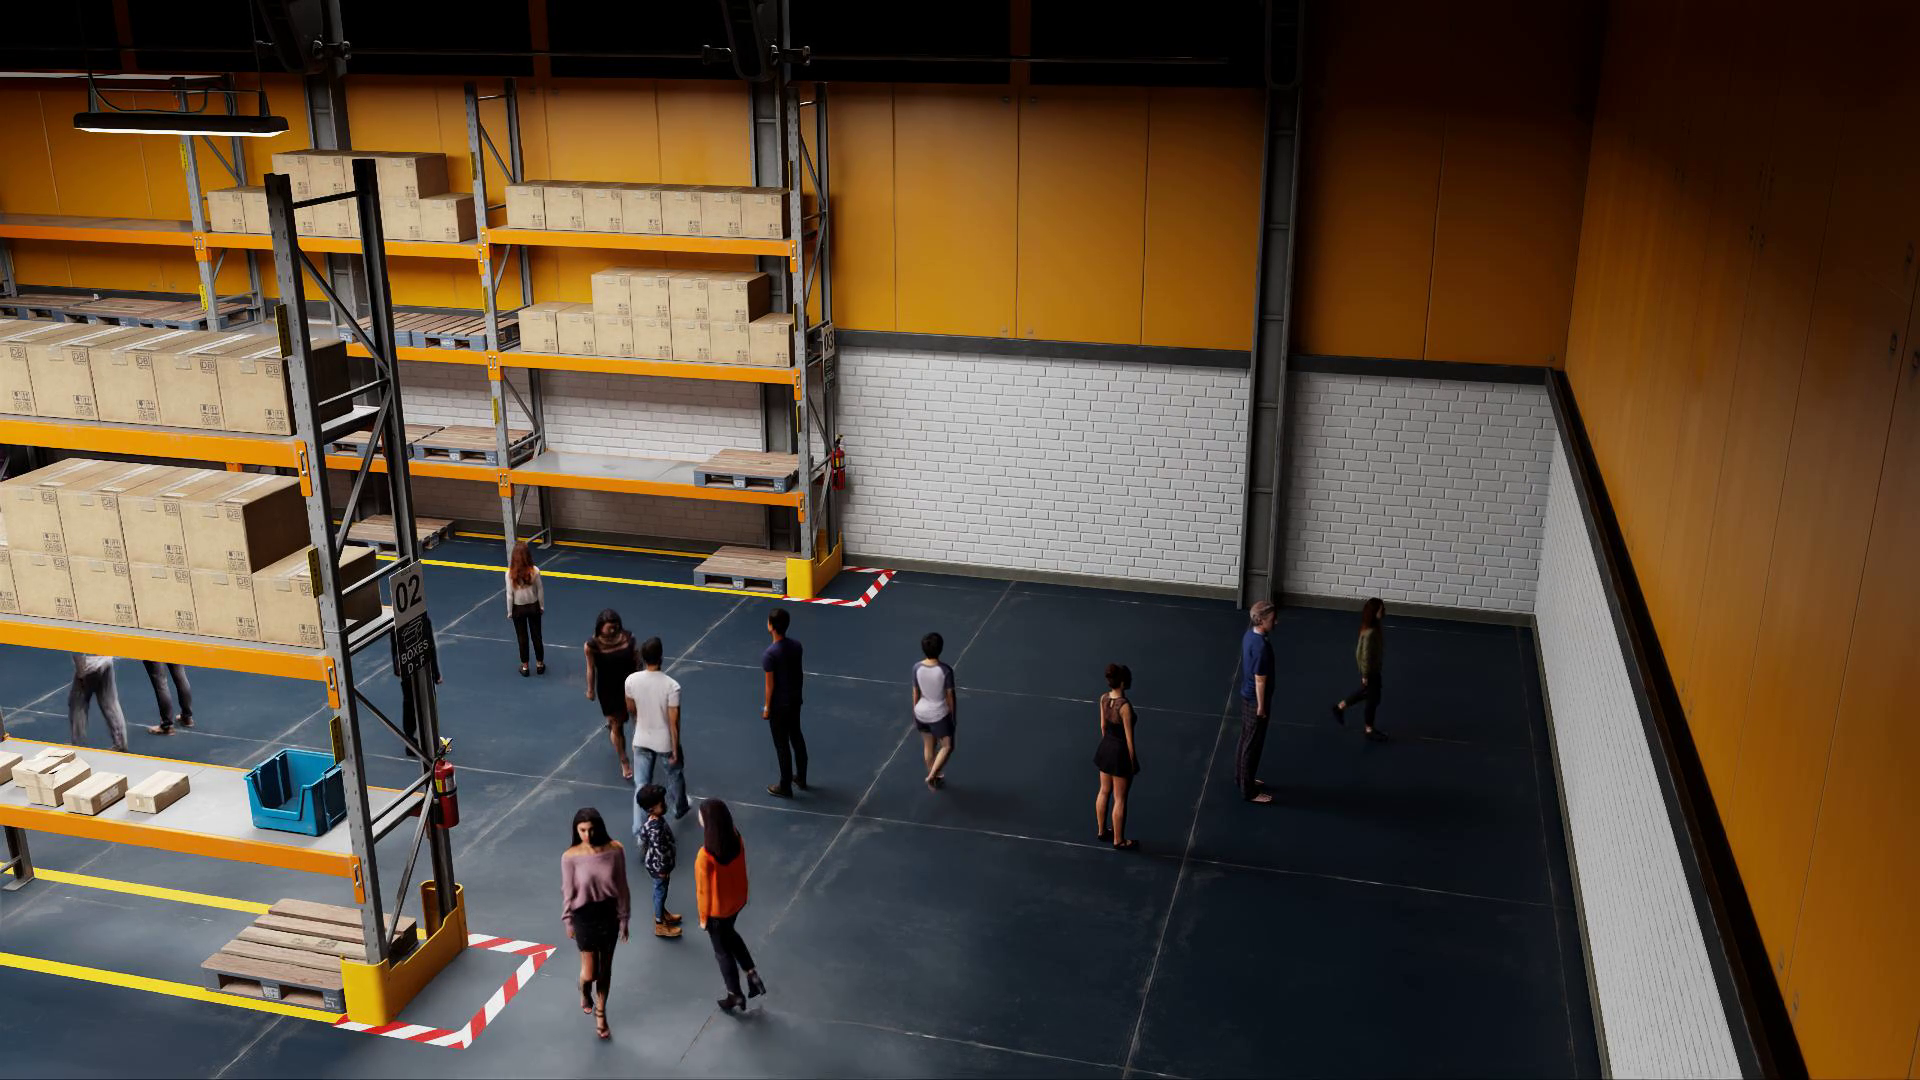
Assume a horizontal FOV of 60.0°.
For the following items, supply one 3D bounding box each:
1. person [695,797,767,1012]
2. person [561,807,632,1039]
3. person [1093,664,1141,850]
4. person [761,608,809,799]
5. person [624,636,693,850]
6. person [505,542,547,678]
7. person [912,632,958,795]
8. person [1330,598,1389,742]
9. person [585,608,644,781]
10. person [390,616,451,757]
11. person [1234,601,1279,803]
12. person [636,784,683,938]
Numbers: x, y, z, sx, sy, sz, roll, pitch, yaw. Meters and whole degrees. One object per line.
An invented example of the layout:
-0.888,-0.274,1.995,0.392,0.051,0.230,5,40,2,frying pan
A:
-1.600,2.623,11.789,0.727,1.734,0.698,11,22,30,person
-2.556,2.638,11.642,0.807,1.800,0.864,-8,20,-21,person
1.339,1.833,14.230,0.739,1.674,0.674,-12,22,-31,person
-1.593,1.471,15.123,0.659,1.790,0.716,13,23,34,person
-2.639,1.761,14.217,1.127,1.818,0.802,3,19,10,person
-4.635,0.737,17.781,0.595,1.485,0.680,-7,20,-20,person
-0.248,1.594,15.126,0.760,1.554,0.693,8,20,22,person
3.952,1.249,16.292,0.831,1.464,0.622,7,20,20,person
-3.241,1.382,15.568,1.097,1.675,1.155,-13,22,-33,person
-5.189,1.227,15.838,0.605,1.797,0.801,10,21,27,person
2.686,1.438,15.095,0.634,1.870,0.716,0,19,1,person
-2.342,2.481,12.967,0.603,1.251,0.569,-3,19,-8,person
